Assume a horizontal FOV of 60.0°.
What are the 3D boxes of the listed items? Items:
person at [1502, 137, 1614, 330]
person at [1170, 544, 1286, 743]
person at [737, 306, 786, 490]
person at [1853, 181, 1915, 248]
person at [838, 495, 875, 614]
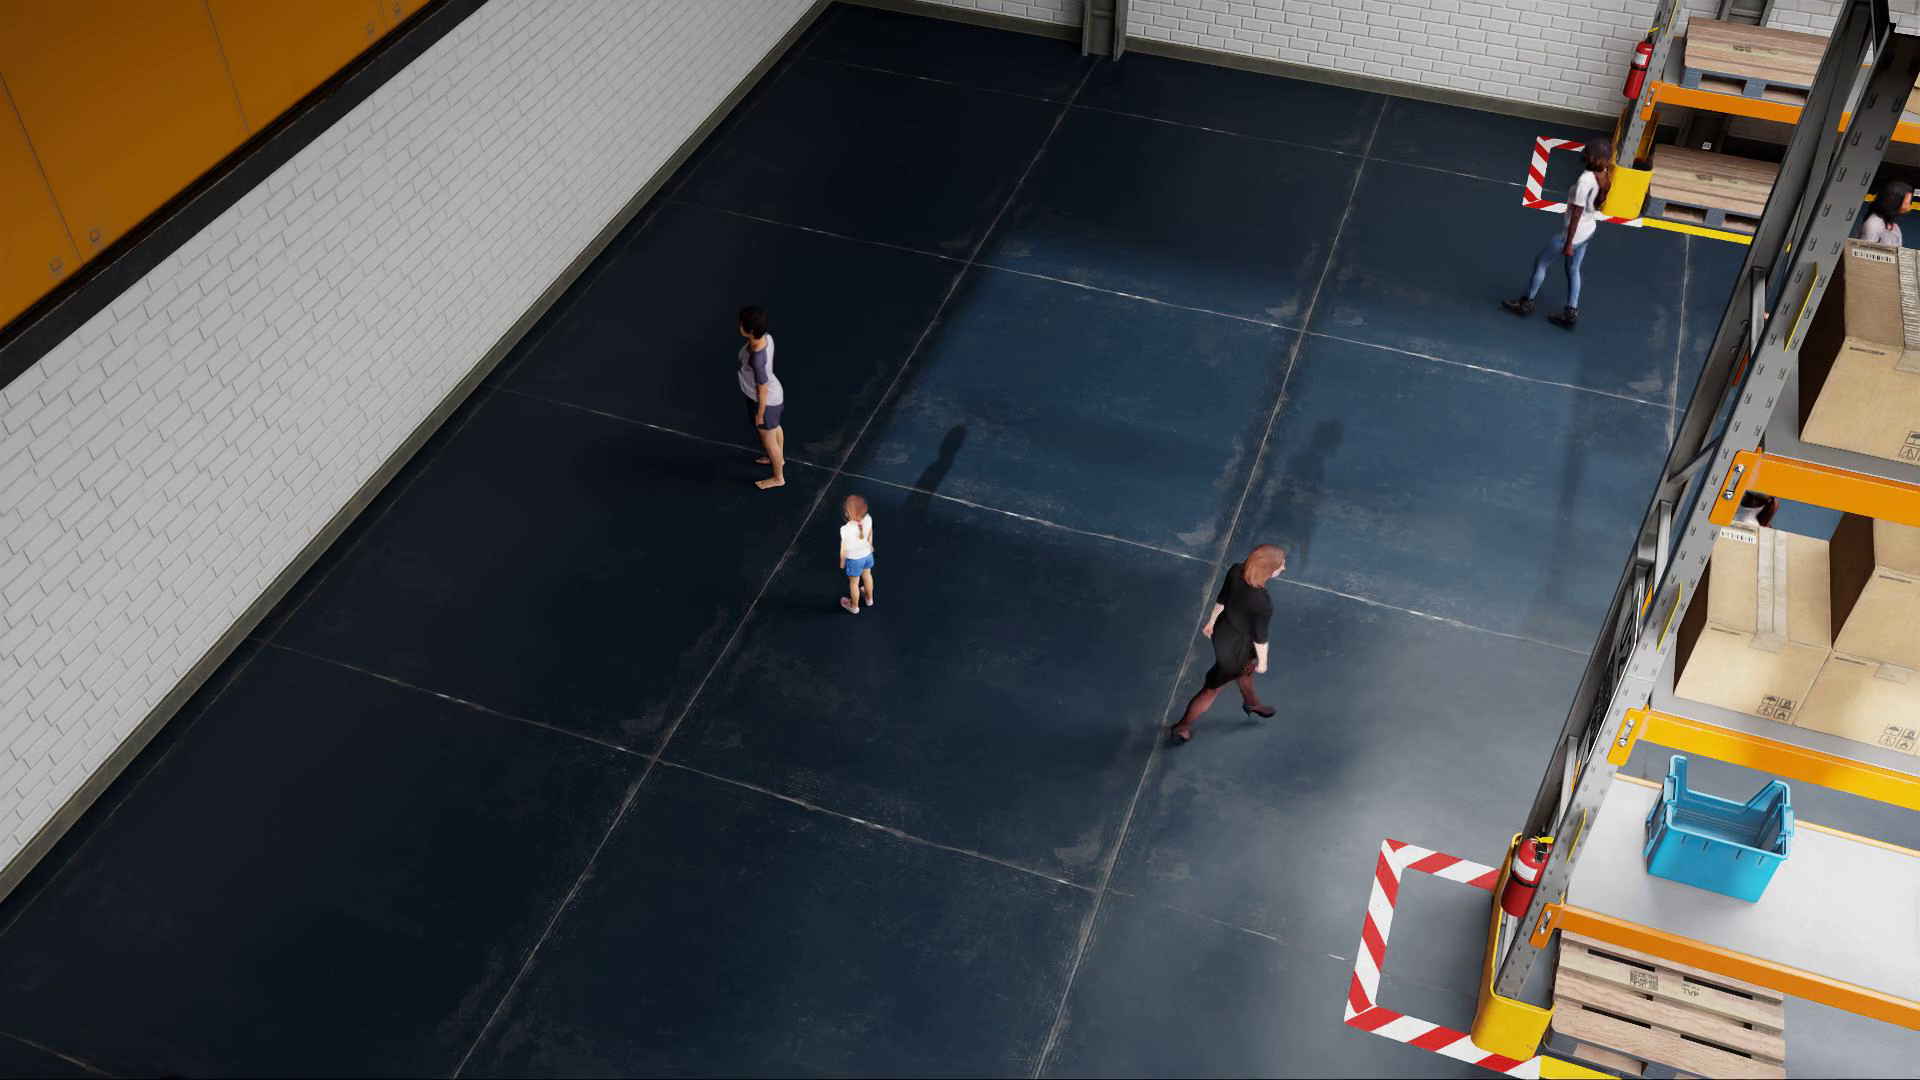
[{"bbox_3d":[5.082,-2.459,13.560,0.955,1.701,0.792,30,51,28],"label":"person"},{"bbox_3d":[1.605,0.679,10.296,1.065,1.660,0.931,-15,46,-15],"label":"person"},{"bbox_3d":[-1.444,-1.062,12.192,0.633,1.565,0.634,-1,44,-1],"label":"person"},{"bbox_3d":[7.190,-2.172,13.325,0.678,1.609,0.659,20,47,19],"label":"person"},{"bbox_3d":[-0.709,0.088,11.380,0.485,1.021,0.520,-29,51,-27],"label":"person"}]
